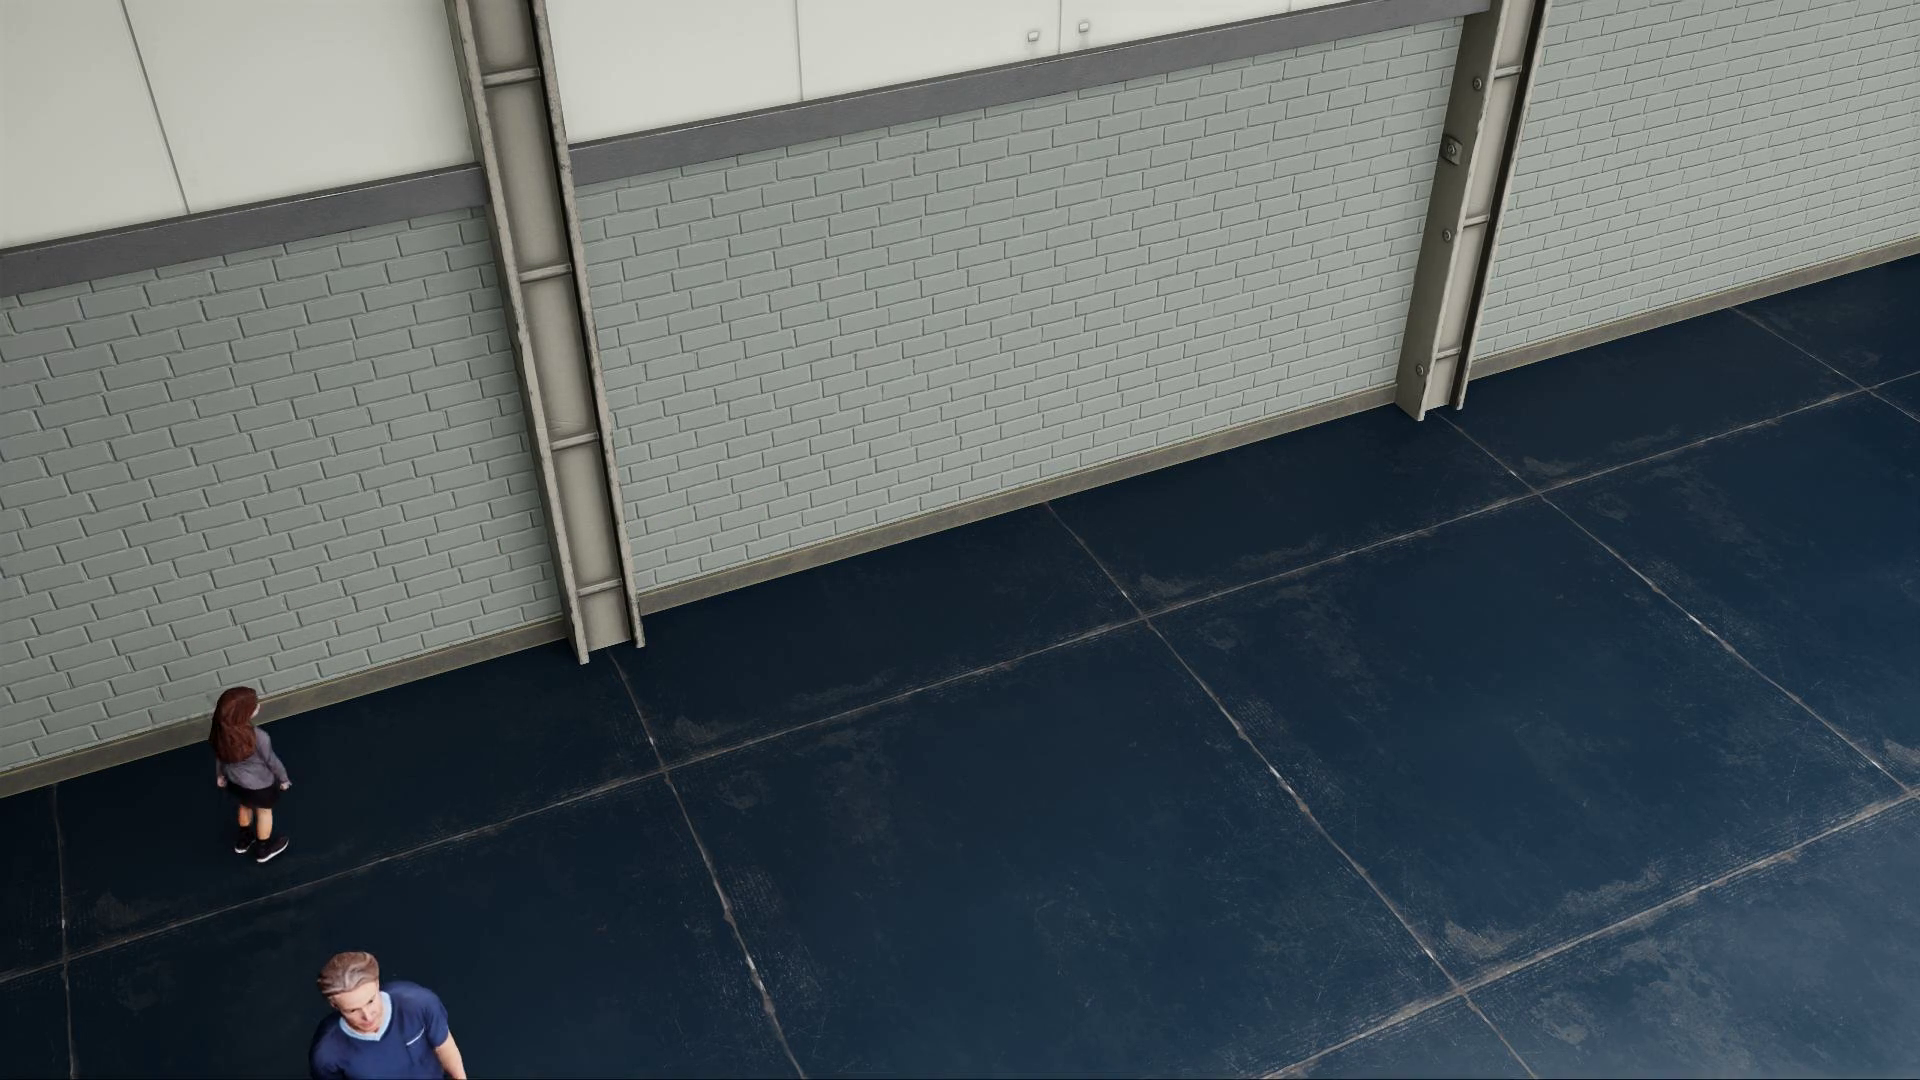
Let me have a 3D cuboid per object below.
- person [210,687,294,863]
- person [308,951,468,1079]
[{"bbox_3d":[-3.556,1.177,8.245,0.583,1.076,0.637,6,38,8],"label":"person"},{"bbox_3d":[-2.157,2.146,6.374,0.734,1.855,0.789,-23,44,-27],"label":"person"}]
